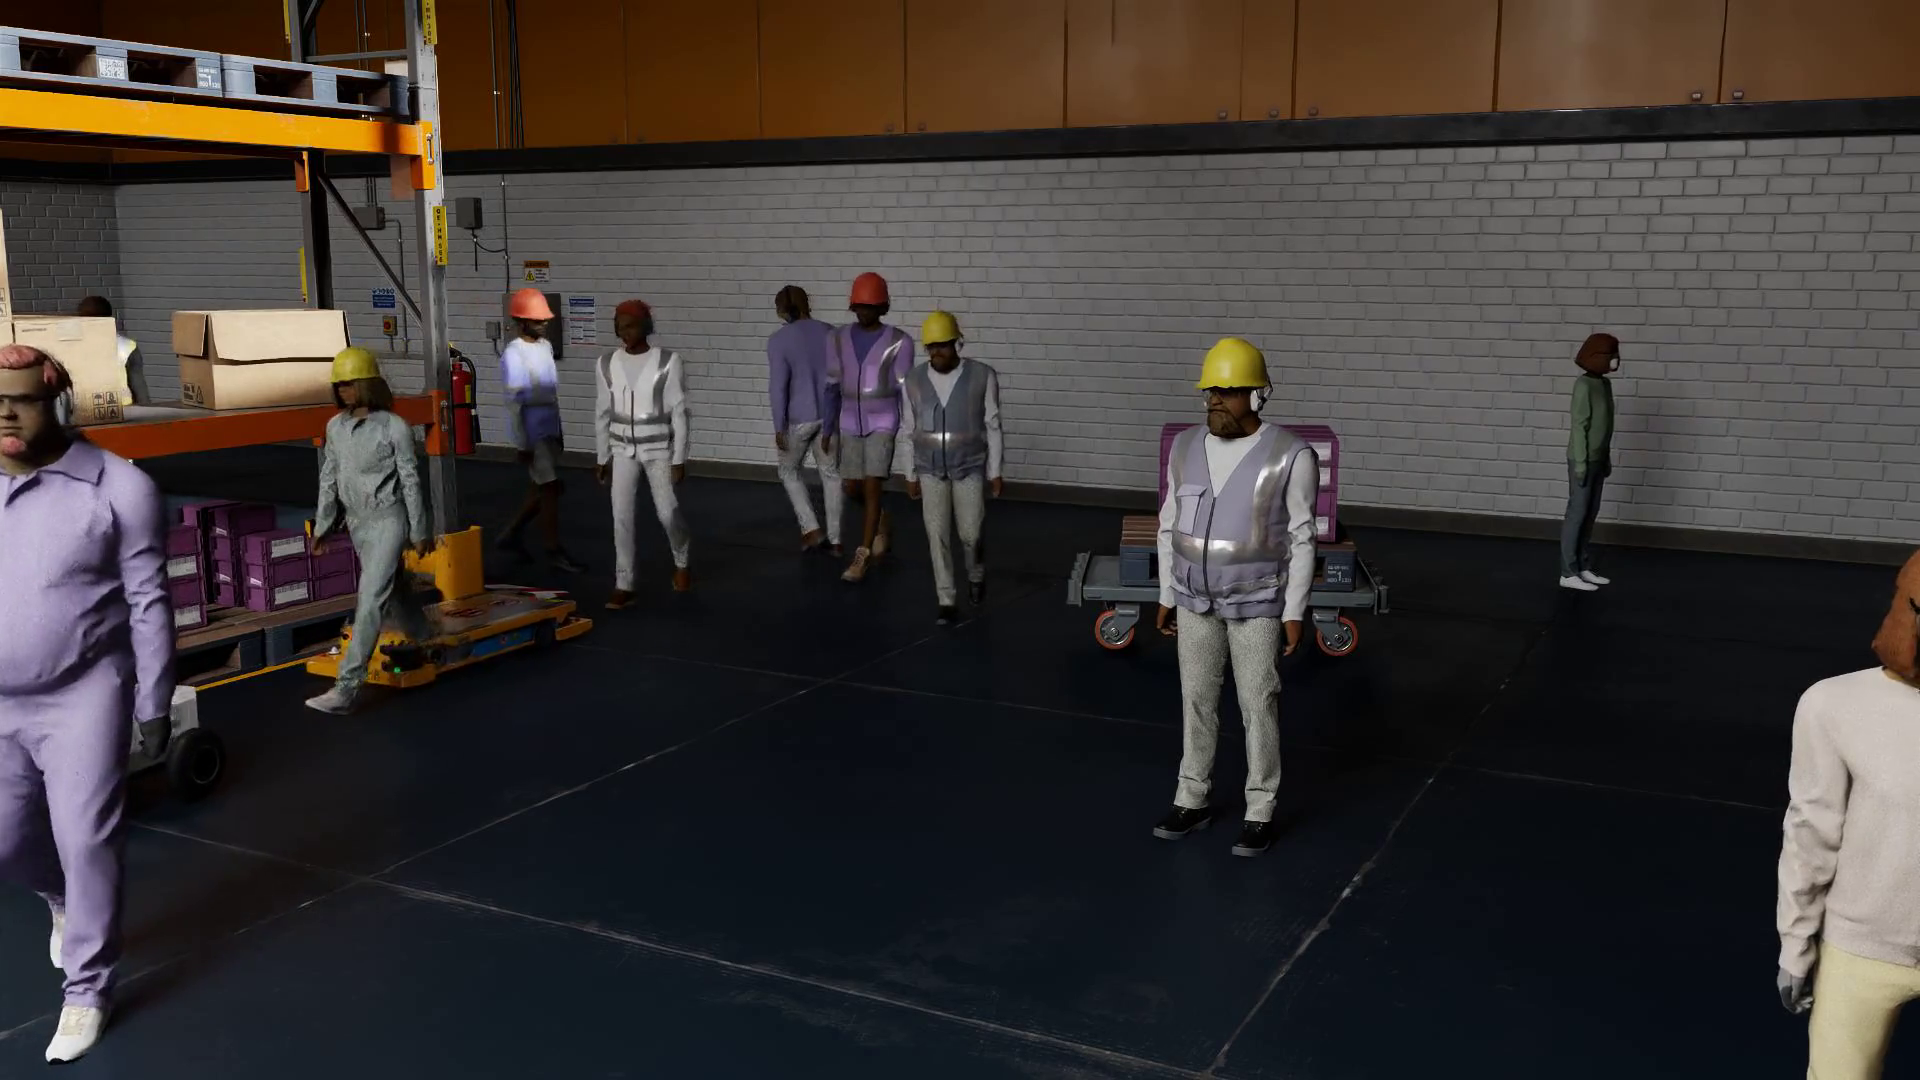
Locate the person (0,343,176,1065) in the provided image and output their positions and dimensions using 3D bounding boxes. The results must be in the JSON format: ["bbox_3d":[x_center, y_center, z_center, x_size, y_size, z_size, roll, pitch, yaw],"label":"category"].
[{"bbox_3d":[-2.463,0.410,4.517,0.659,1.892,0.619,-1,10,-7],"label":"person"}]

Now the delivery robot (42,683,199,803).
[{"bbox_3d":[-3.245,0.726,6.295,0.477,0.478,0.707,3,10,17],"label":"delivery robot"}]

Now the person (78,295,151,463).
[{"bbox_3d":[-6.106,-0.823,11.863,0.659,1.826,0.506,-2,10,-11],"label":"person"}]

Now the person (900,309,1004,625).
[{"bbox_3d":[-0.051,-0.420,9.571,0.608,1.809,0.477,2,10,11],"label":"person"}]

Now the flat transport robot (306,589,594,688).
[{"bbox_3d":[-2.646,0.491,8.749,0.652,0.197,1.431,5,11,26],"label":"flat transport robot"}]

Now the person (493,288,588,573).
[{"bbox_3d":[-2.835,-0.713,11.049,0.649,1.908,0.587,2,10,11],"label":"person"}]

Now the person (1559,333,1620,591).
[{"bbox_3d":[3.997,-0.494,10.543,0.282,1.626,0.502,8,13,38],"label":"person"}]

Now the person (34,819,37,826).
[{"bbox_3d":[-3.349,0.230,5.451,0.374,1.936,0.627,6,11,30],"label":"person"}]

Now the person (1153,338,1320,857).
[{"bbox_3d":[0.956,0.201,5.911,0.600,1.831,0.404,7,12,35],"label":"person"}]

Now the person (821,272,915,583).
[{"bbox_3d":[-0.568,-0.758,10.970,0.655,2.005,0.850,4,11,21],"label":"person"}]

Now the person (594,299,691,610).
[{"bbox_3d":[-1.911,-0.537,10.122,0.602,1.861,0.799,2,10,10],"label":"person"}]

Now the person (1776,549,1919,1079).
[{"bbox_3d":[1.790,0.792,3.097,0.498,1.626,0.283,5,11,26],"label":"person"}]

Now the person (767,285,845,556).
[{"bbox_3d":[-1.022,-0.825,11.655,0.746,1.904,0.457,-6,12,-32],"label":"person"}]

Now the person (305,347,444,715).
[{"bbox_3d":[-2.766,-0.055,7.800,0.491,1.686,0.944,5,11,27],"label":"person"}]
